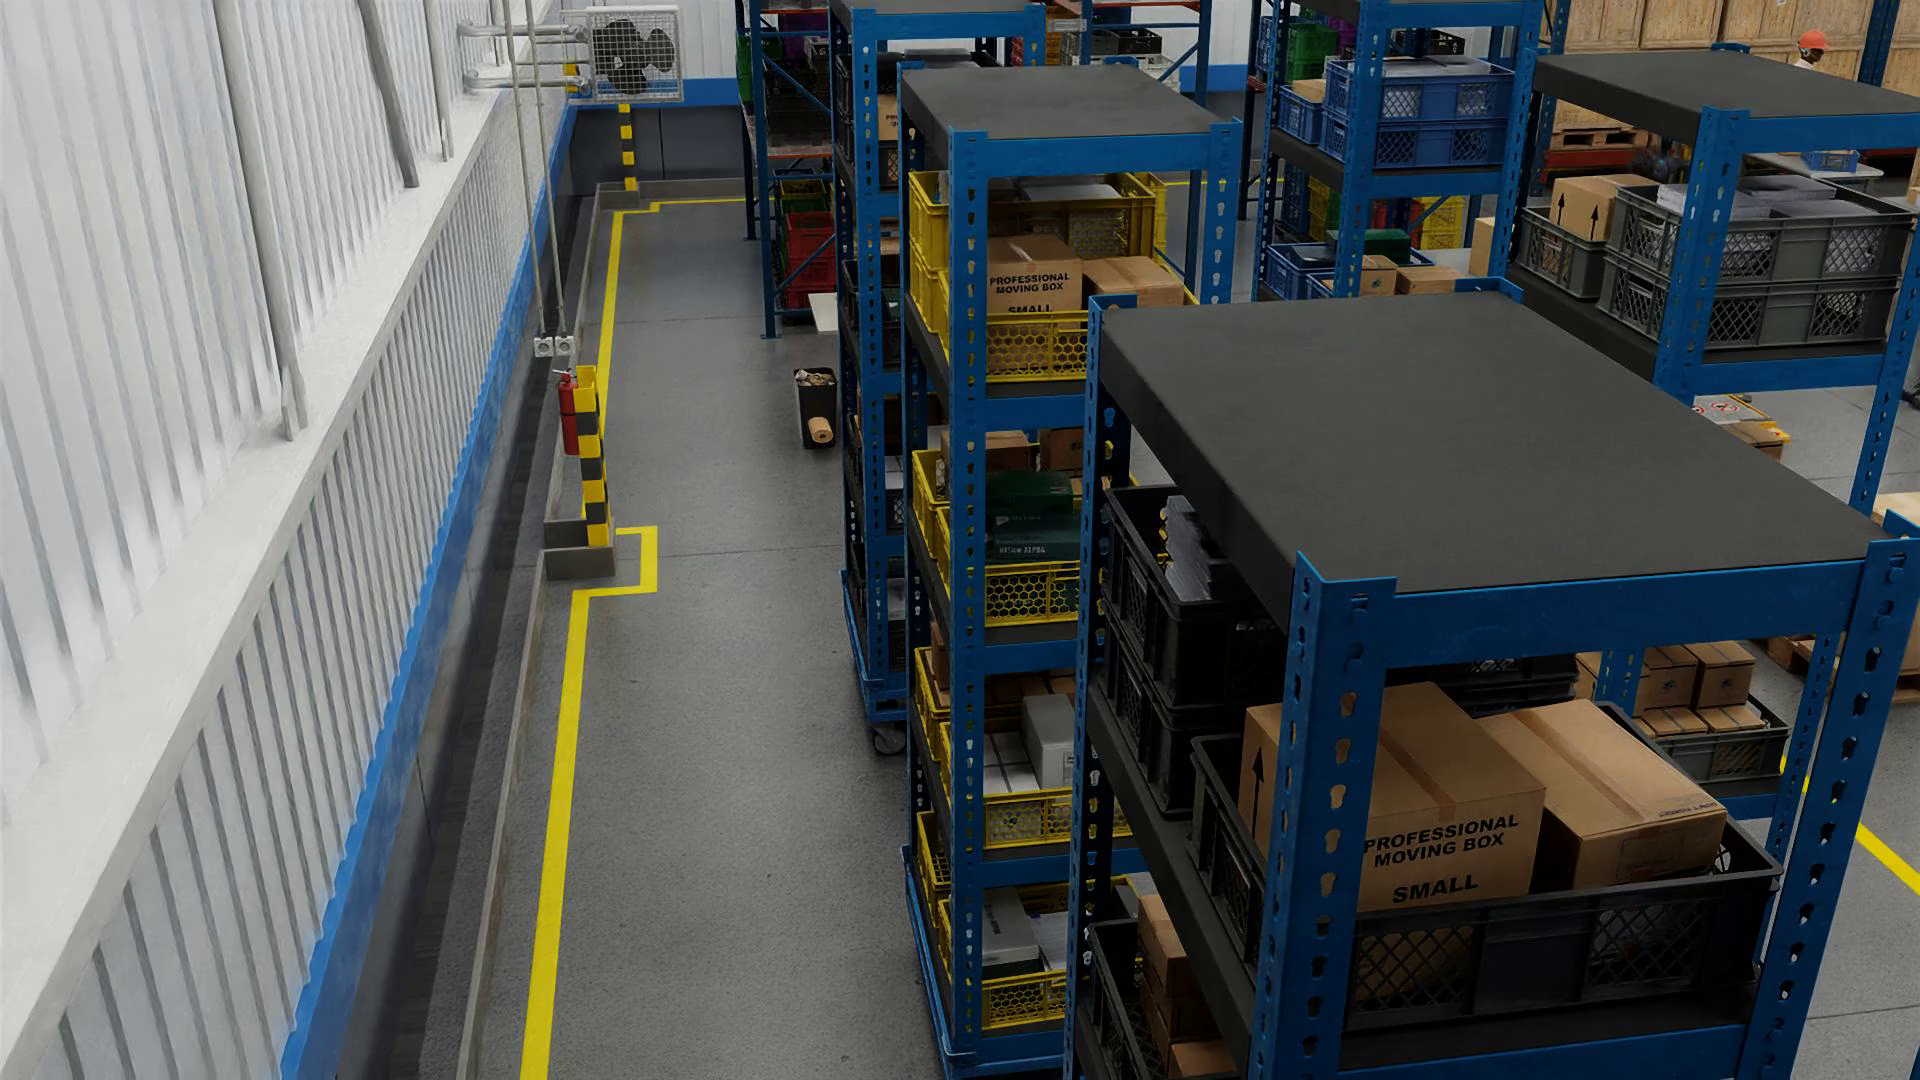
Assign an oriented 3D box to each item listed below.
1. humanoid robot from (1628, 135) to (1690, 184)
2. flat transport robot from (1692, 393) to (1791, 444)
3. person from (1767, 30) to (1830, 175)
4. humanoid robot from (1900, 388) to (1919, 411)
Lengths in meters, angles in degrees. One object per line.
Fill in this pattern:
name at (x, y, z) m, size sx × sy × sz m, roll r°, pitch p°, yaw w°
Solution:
humanoid robot at (6.211, -2.916, 14.955) m, size 0.612 × 1.651 × 0.375 m, roll 12°, pitch 27°, yaw 25°
flat transport robot at (5.224, -0.859, 12.132) m, size 1.431 × 0.197 × 0.652 m, roll -4°, pitch 25°, yaw -8°
person at (9.008, -4.480, 17.973) m, size 0.389 × 1.995 × 0.611 m, roll 17°, pitch 30°, yaw 33°
humanoid robot at (7.445, -1.638, 12.229) m, size 0.590 × 1.618 × 0.727 m, roll -12°, pitch 27°, yaw -24°
